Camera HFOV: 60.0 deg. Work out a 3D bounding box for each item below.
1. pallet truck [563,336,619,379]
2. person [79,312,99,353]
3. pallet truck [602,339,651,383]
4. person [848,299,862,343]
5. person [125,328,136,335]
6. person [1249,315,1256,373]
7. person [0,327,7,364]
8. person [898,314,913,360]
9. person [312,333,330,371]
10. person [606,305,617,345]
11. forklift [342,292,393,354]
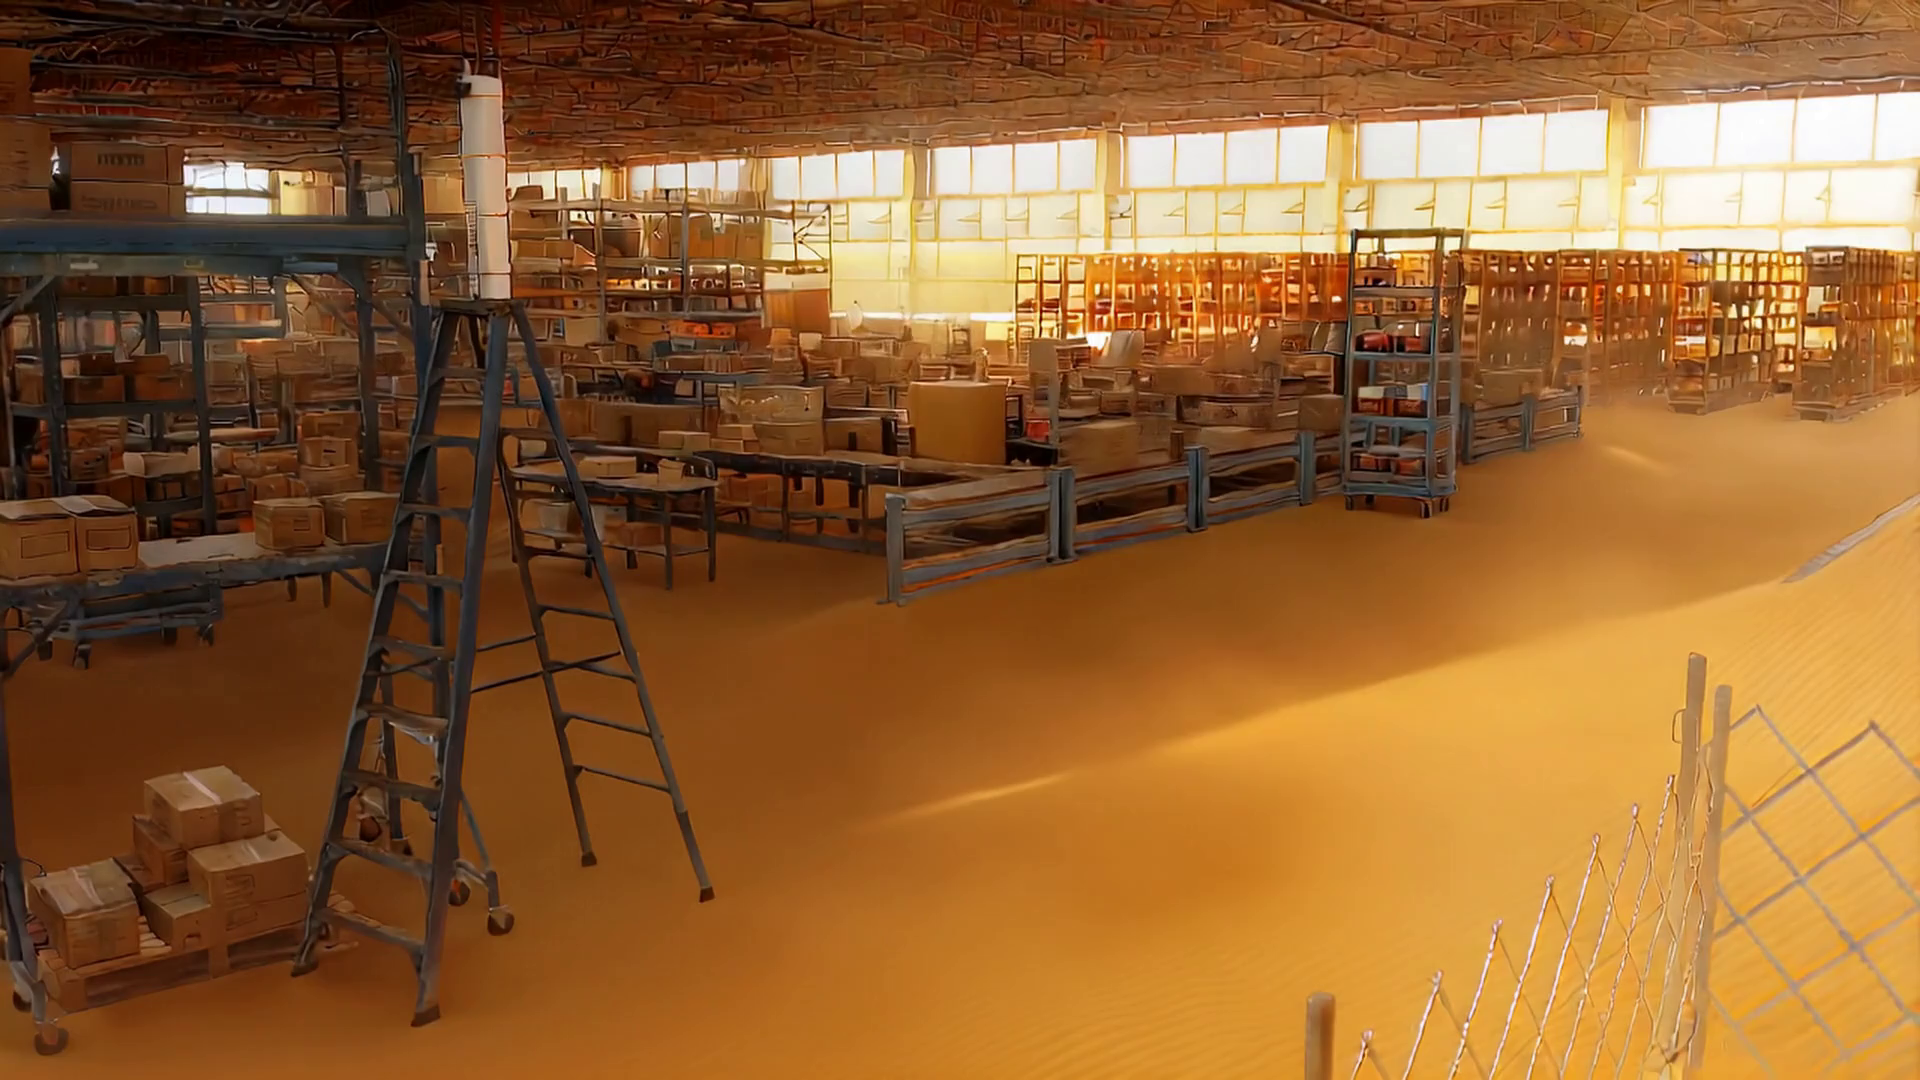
[{"bbox_3d":[-10.690,-5.294,48.215,1.601,1.201,0.680,-5,10,-26],"label":"pallet truck"},{"bbox_3d":[-28.059,-6.511,53.737,0.647,1.888,0.995,7,11,35],"label":"person"},{"bbox_3d":[-8.991,-4.871,45.351,0.653,1.274,1.630,7,11,37],"label":"pallet truck"},{"bbox_3d":[-4.585,-9.604,72.876,0.620,1.957,0.975,0,9,-2],"label":"person"},{"bbox_3d":[-25.529,-5.963,51.302,0.489,1.578,0.862,2,9,14],"label":"person"},{"bbox_3d":[8.968,-5.917,50.222,0.403,1.833,0.591,-6,11,-33],"label":"person"},{"bbox_3d":[-28.521,-5.772,49.132,0.433,1.888,0.665,6,11,35],"label":"person"},{"bbox_3d":[-1.604,-5.301,46.170,0.926,1.914,0.621,-7,12,-38],"label":"person"},{"bbox_3d":[-17.537,-5.213,45.877,0.605,1.813,0.562,6,11,32],"label":"person"},{"bbox_3d":[-11.989,-7.129,57.448,0.350,1.942,0.547,3,10,19],"label":"person"},{"bbox_3d":[-16.485,-5.622,45.120,1.129,2.768,1.873,7,11,37],"label":"forklift"}]
